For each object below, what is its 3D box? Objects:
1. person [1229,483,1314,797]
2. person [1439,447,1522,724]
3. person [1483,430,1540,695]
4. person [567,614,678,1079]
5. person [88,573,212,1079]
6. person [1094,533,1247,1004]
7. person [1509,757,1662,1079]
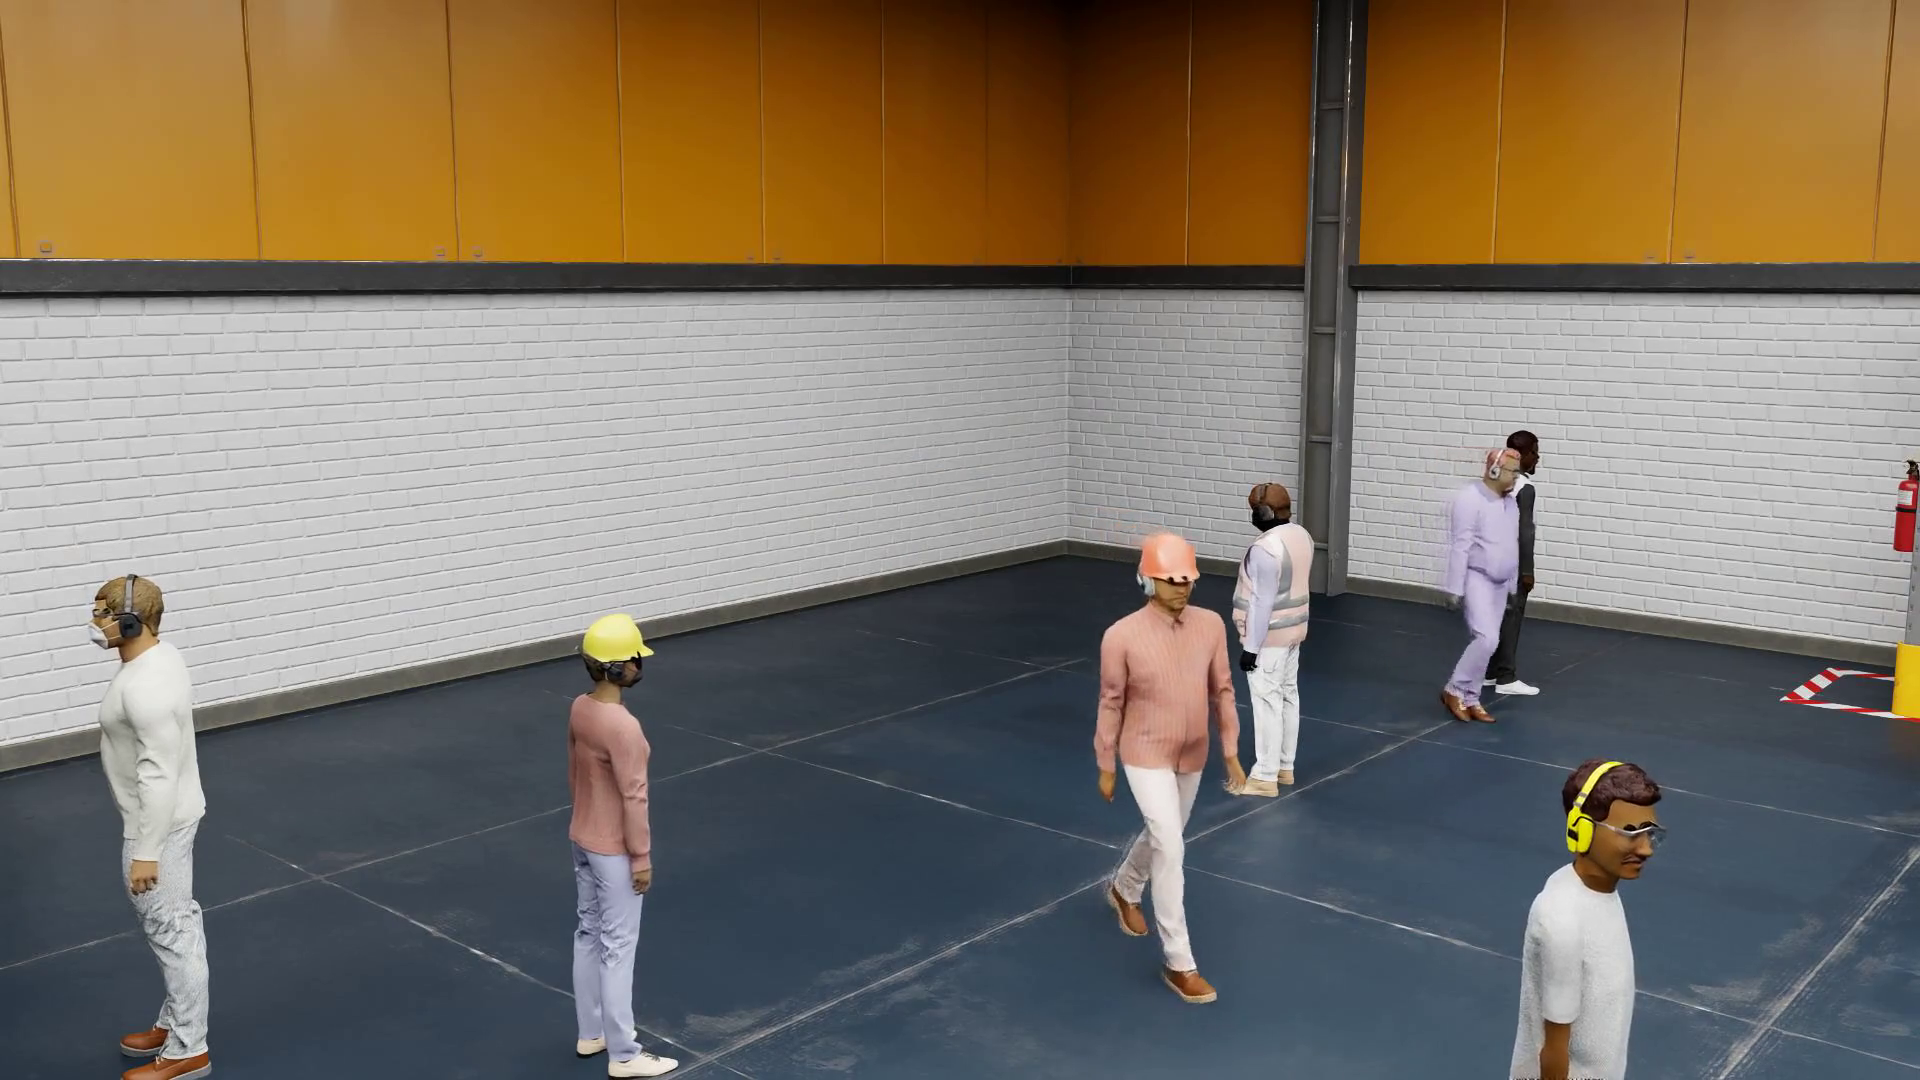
[{"bbox_3d":[1.805,0.576,9.743,0.419,1.838,0.621,6,11,34],"label":"person"},{"bbox_3d":[3.563,0.313,11.234,0.668,1.882,0.435,-8,12,-40],"label":"person"},{"bbox_3d":[4.002,0.158,12.107,0.374,1.917,0.597,-1,9,-6],"label":"person"},{"bbox_3d":[-1.310,1.153,6.333,0.328,1.769,0.526,-6,11,-35],"label":"person"},{"bbox_3d":[-3.033,1.081,6.245,0.372,1.940,0.627,-4,10,-24],"label":"person"},{"bbox_3d":[0.877,0.914,7.285,0.610,1.952,1.015,-5,10,-28],"label":"person"},{"bbox_3d":[1.552,1.449,4.170,0.331,1.866,0.513,5,10,29],"label":"person"}]
